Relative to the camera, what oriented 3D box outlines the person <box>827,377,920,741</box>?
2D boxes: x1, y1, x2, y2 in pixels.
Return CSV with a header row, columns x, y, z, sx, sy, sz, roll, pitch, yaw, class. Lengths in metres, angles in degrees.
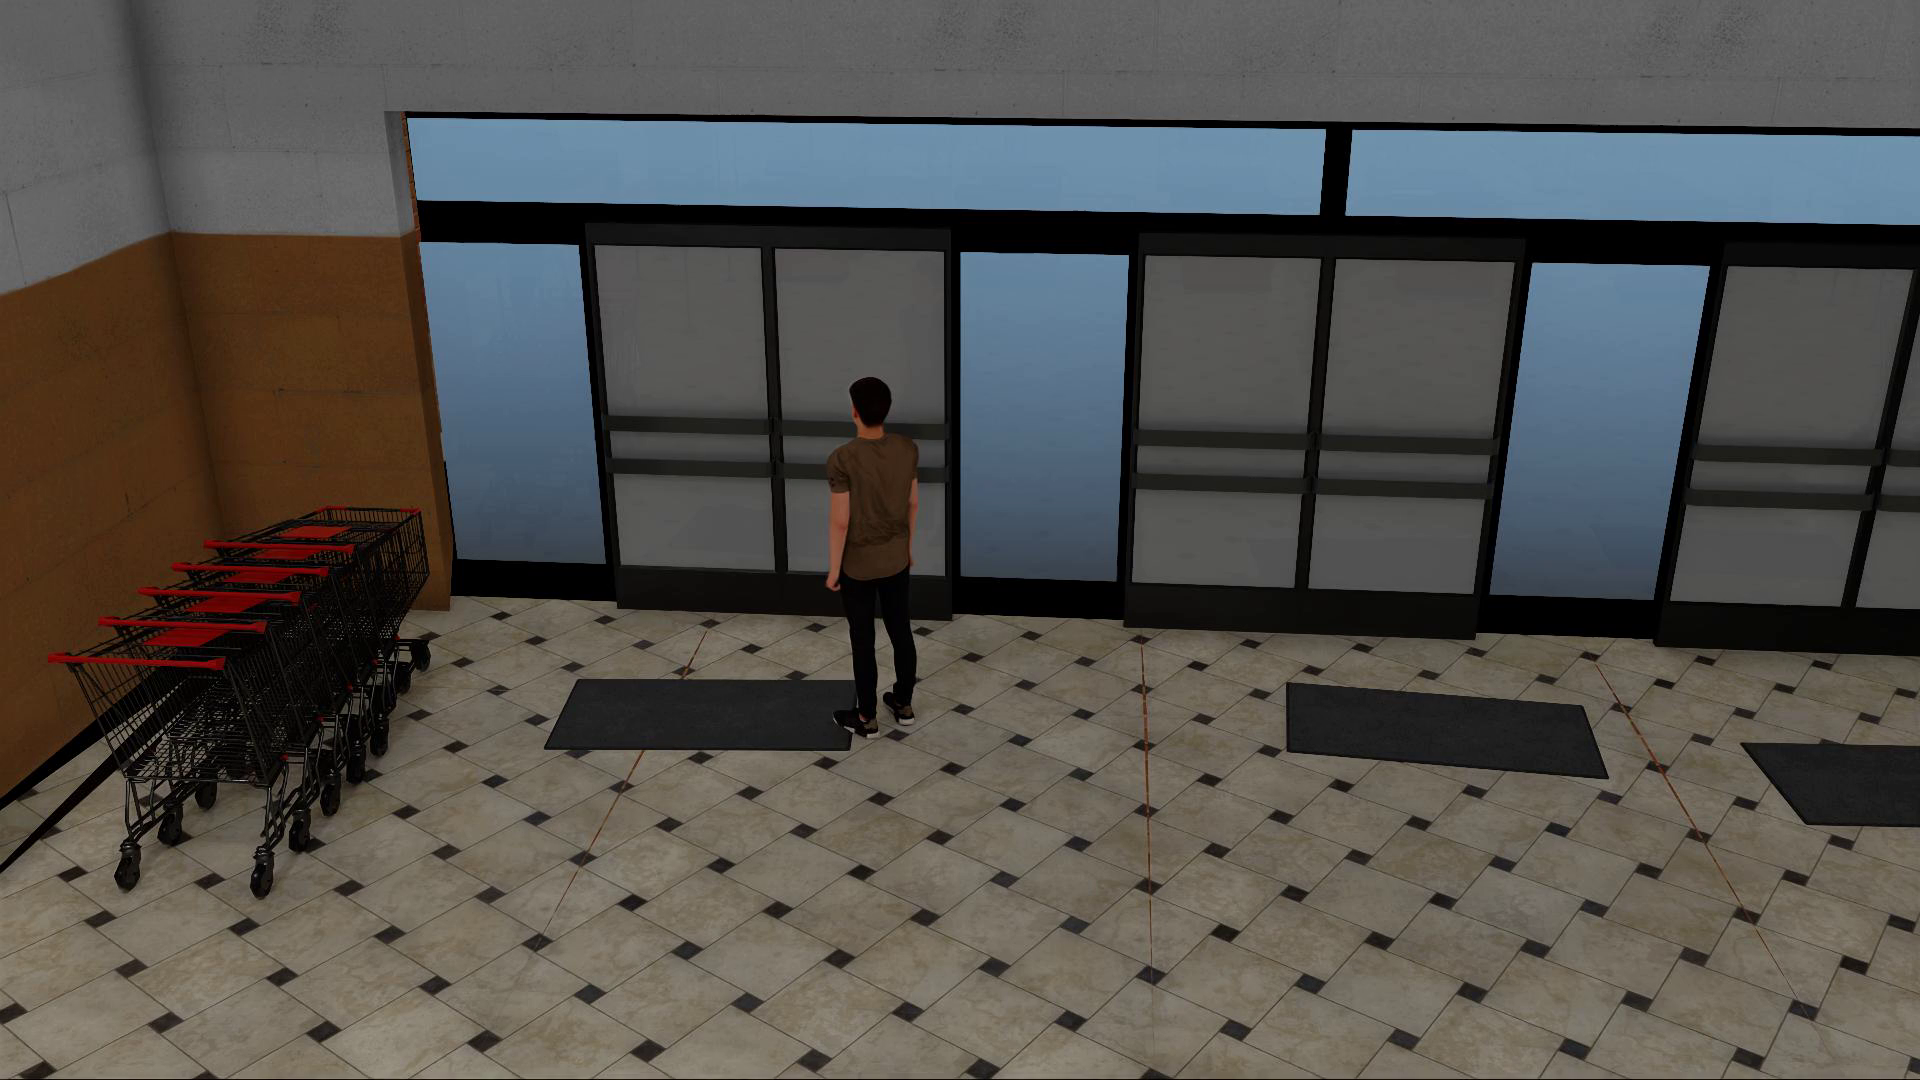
x,y,z,sx,sy,sz,roll,pitch,yaw,class
-0.420,0.089,8.210,0.746,1.852,0.788,-15,26,-33,person
